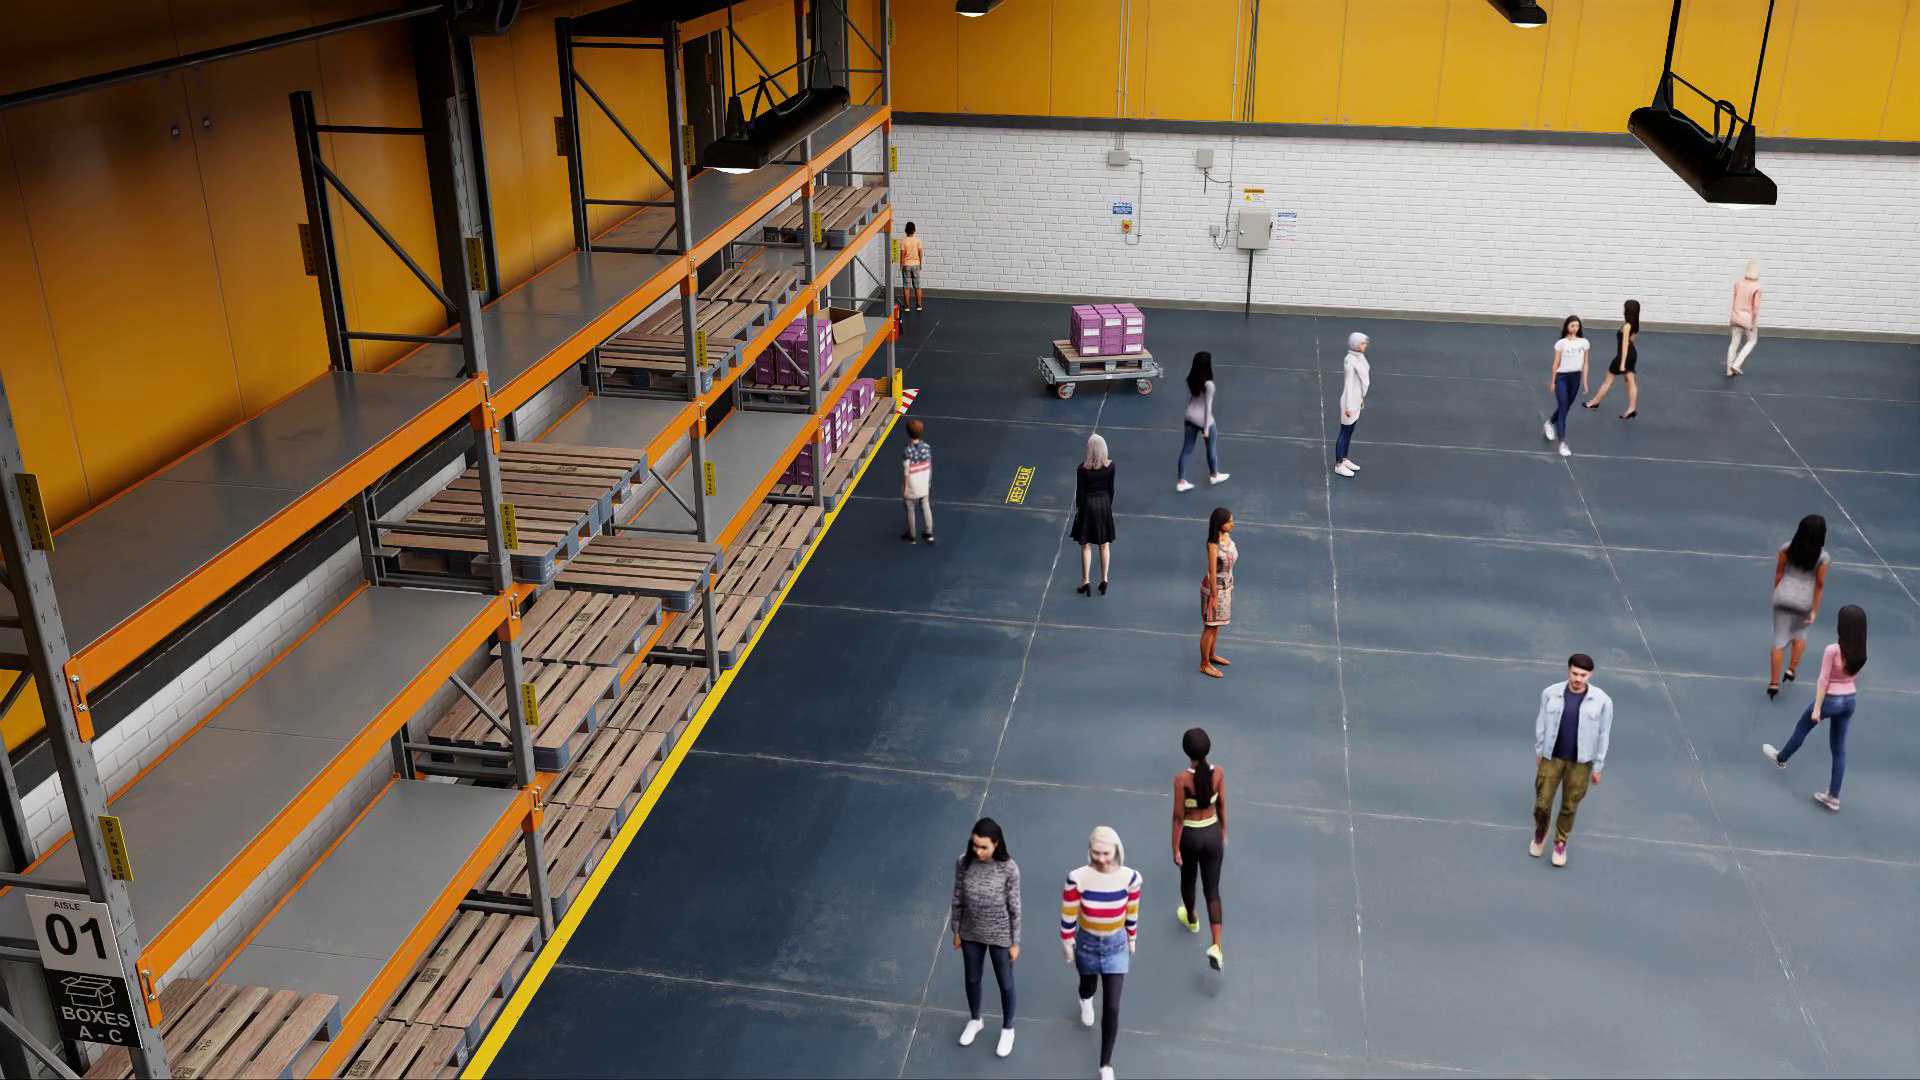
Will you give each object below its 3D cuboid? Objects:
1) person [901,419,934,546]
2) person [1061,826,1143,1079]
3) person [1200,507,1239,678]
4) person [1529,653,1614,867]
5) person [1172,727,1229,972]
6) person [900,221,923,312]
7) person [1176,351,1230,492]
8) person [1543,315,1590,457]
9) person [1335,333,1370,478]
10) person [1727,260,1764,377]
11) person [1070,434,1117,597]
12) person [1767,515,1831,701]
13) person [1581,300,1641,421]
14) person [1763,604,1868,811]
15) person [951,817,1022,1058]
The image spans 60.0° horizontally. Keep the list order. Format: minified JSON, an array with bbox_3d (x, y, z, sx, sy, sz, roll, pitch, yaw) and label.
[{"bbox_3d":[-0.477,-0.658,18.479,0.620,1.440,0.681,-16,28,-33],"label":"person"},{"bbox_3d":[0.890,2.569,10.680,0.803,1.774,1.189,0,24,0],"label":"person"},{"bbox_3d":[2.415,0.461,15.661,0.760,1.645,0.560,10,26,23],"label":"person"},{"bbox_3d":[4.669,1.649,12.756,0.748,1.796,0.717,9,25,21],"label":"person"},{"bbox_3d":[1.696,2.182,11.636,0.867,1.717,1.158,-4,24,-9],"label":"person"},{"bbox_3d":[-0.800,-4.479,27.194,0.590,1.461,0.591,-5,24,-11],"label":"person"},{"bbox_3d":[2.760,-1.377,19.788,1.065,1.710,0.999,-17,29,-34],"label":"person"},{"bbox_3d":[7.703,-2.007,21.186,0.843,1.743,1.198,-4,24,-8],"label":"person"},{"bbox_3d":[4.795,-1.680,20.397,0.740,1.776,0.597,14,27,30],"label":"person"},{"bbox_3d":[11.196,-3.161,23.860,0.793,1.715,0.735,-17,29,-33],"label":"person"},{"bbox_3d":[1.396,-0.262,17.195,0.702,1.742,0.702,-6,24,-13],"label":"person"},{"bbox_3d":[7.553,0.639,15.113,0.749,1.759,0.894,14,27,29],"label":"person"},{"bbox_3d":[8.947,-2.359,22.153,0.968,1.613,1.001,21,31,39],"label":"person"},{"bbox_3d":[7.142,1.377,13.489,0.909,1.708,1.170,-6,24,-13],"label":"person"},{"bbox_3d":[0.187,2.538,10.802,0.648,1.731,0.581,8,25,17],"label":"person"}]
